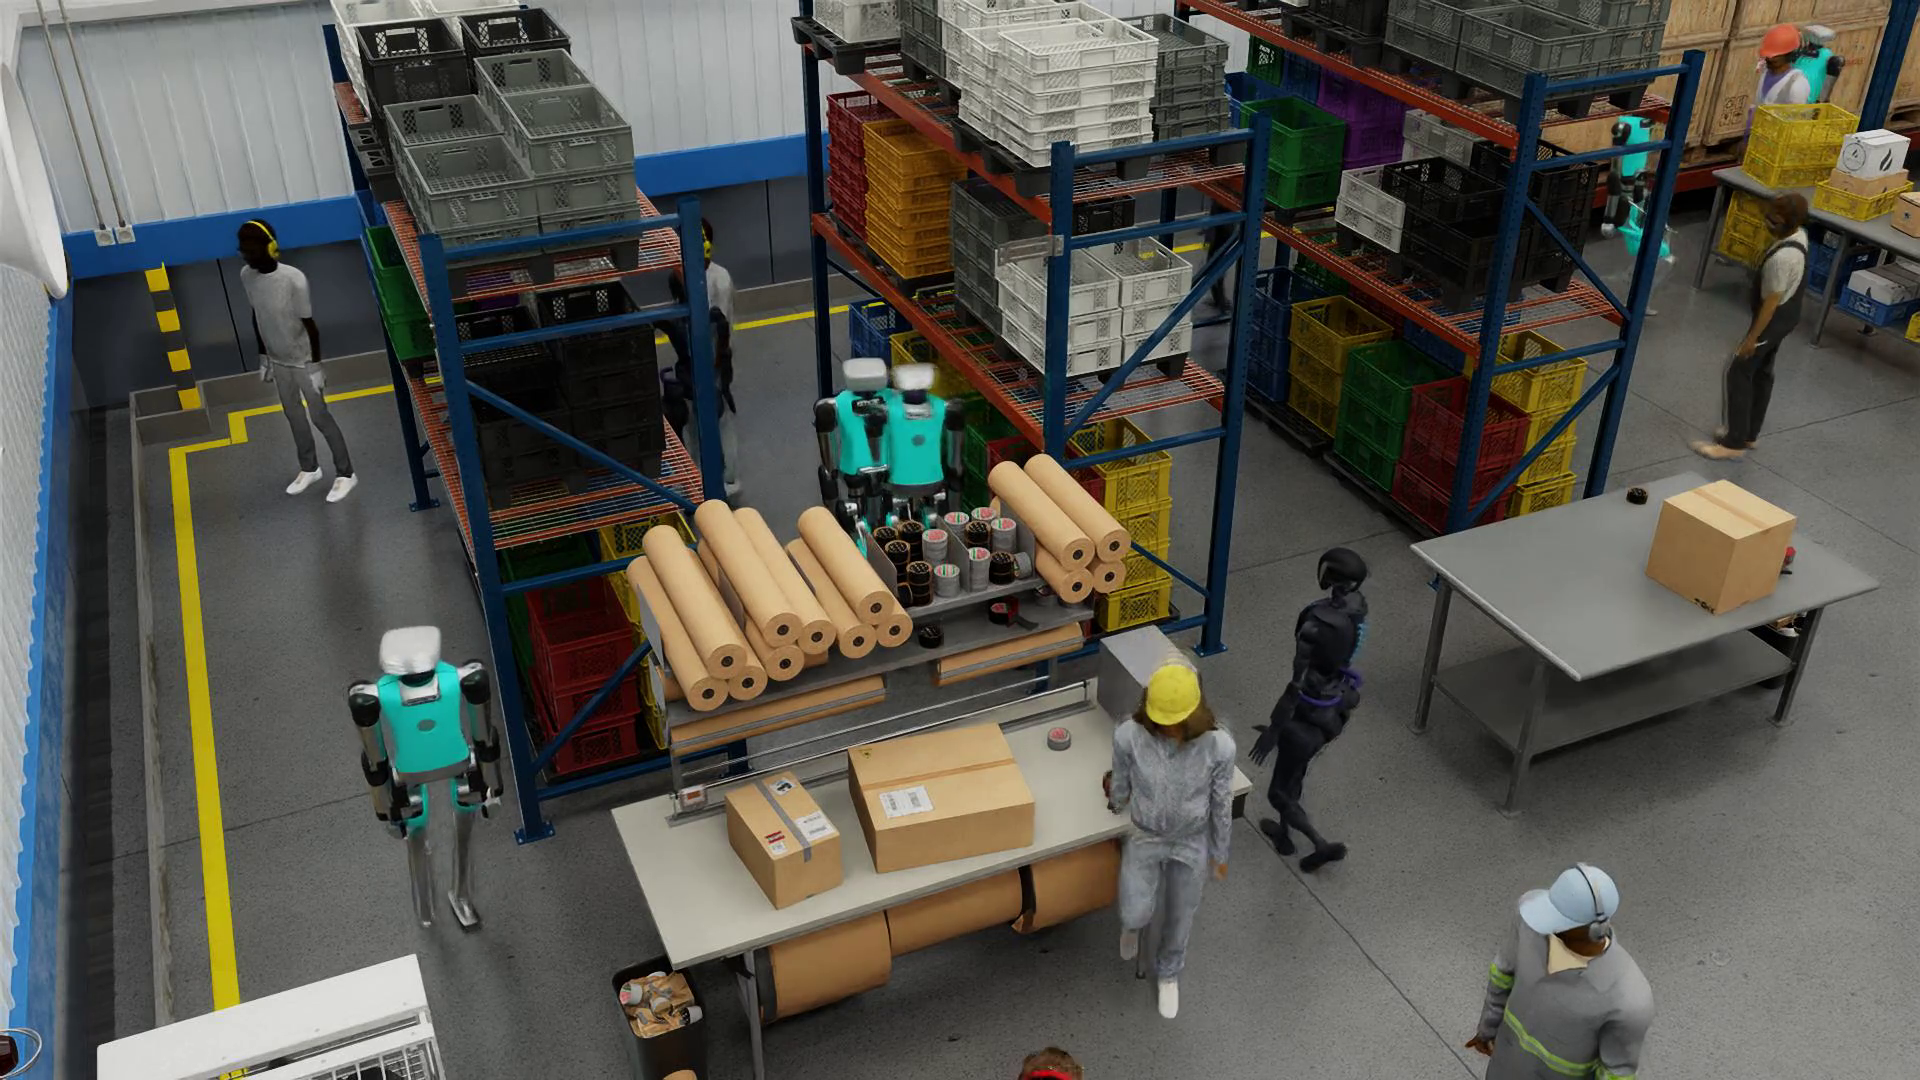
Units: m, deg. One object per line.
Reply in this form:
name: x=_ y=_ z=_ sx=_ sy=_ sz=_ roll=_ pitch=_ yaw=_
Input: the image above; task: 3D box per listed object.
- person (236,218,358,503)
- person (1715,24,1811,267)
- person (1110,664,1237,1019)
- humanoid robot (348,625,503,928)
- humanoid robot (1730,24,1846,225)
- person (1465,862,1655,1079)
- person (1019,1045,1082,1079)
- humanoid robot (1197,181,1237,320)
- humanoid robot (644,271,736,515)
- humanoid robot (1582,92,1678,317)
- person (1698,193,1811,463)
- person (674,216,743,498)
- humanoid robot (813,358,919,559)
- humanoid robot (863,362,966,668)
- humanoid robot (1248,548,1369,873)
person: x=-4.117 y=-1.099 z=10.246 sx=0.503 sy=1.859 sz=0.343 roll=12 pitch=34 yaw=19
person: x=6.480 y=-3.151 z=13.422 sx=0.502 sy=2.011 sz=0.655 roll=-2 pitch=32 yaw=-3
person: x=0.834 y=1.187 z=6.652 sx=0.488 sy=1.726 sz=0.413 roll=3 pitch=32 yaw=4
humanoid robot: x=-2.196 y=0.998 z=6.991 sx=0.542 sy=1.806 sz=0.810 roll=-12 pitch=33 yaw=-18
humanoid robot: x=6.908 y=-3.391 z=14.175 sx=0.826 sy=1.878 sz=0.540 roll=-16 pitch=35 yaw=-25
person: x=1.930 y=1.785 z=5.567 sx=0.396 sy=1.847 sz=0.587 roll=-14 pitch=34 yaw=-21
person: x=0.247 y=2.262 z=4.823 sx=0.587 sy=1.811 sz=0.791 roll=7 pitch=32 yaw=12
humanoid robot: x=1.978 y=-2.472 z=12.646 sx=0.370 sy=1.634 sz=0.614 roll=7 pitch=32 yaw=11
humanoid robot: x=-1.656 y=-0.885 z=10.064 sx=0.600 sy=1.653 sz=0.381 roll=-9 pitch=33 yaw=-14
humanoid robot: x=5.178 y=-2.470 z=12.592 sx=1.031 sy=1.737 sz=0.551 roll=27 pitch=41 yaw=37
person: x=5.192 y=-1.364 z=10.725 sx=0.349 sy=1.813 sz=0.558 roll=22 pitch=38 yaw=31
person: x=-1.560 y=-1.097 z=10.239 sx=0.374 sy=1.861 sz=0.516 roll=-26 pitch=40 yaw=-35
humanoid robot: x=-0.408 y=-0.034 z=8.596 sx=0.540 sy=1.760 sz=0.676 roll=-10 pitch=33 yaw=-16
humanoid robot: x=-0.281 y=-0.218 z=8.991 sx=0.538 sy=1.837 sz=0.837 roll=-5 pitch=32 yaw=-9
humanoid robot: x=1.587 y=0.778 z=7.394 sx=0.501 sy=1.648 sz=0.609 roll=25 pitch=39 yaw=34
